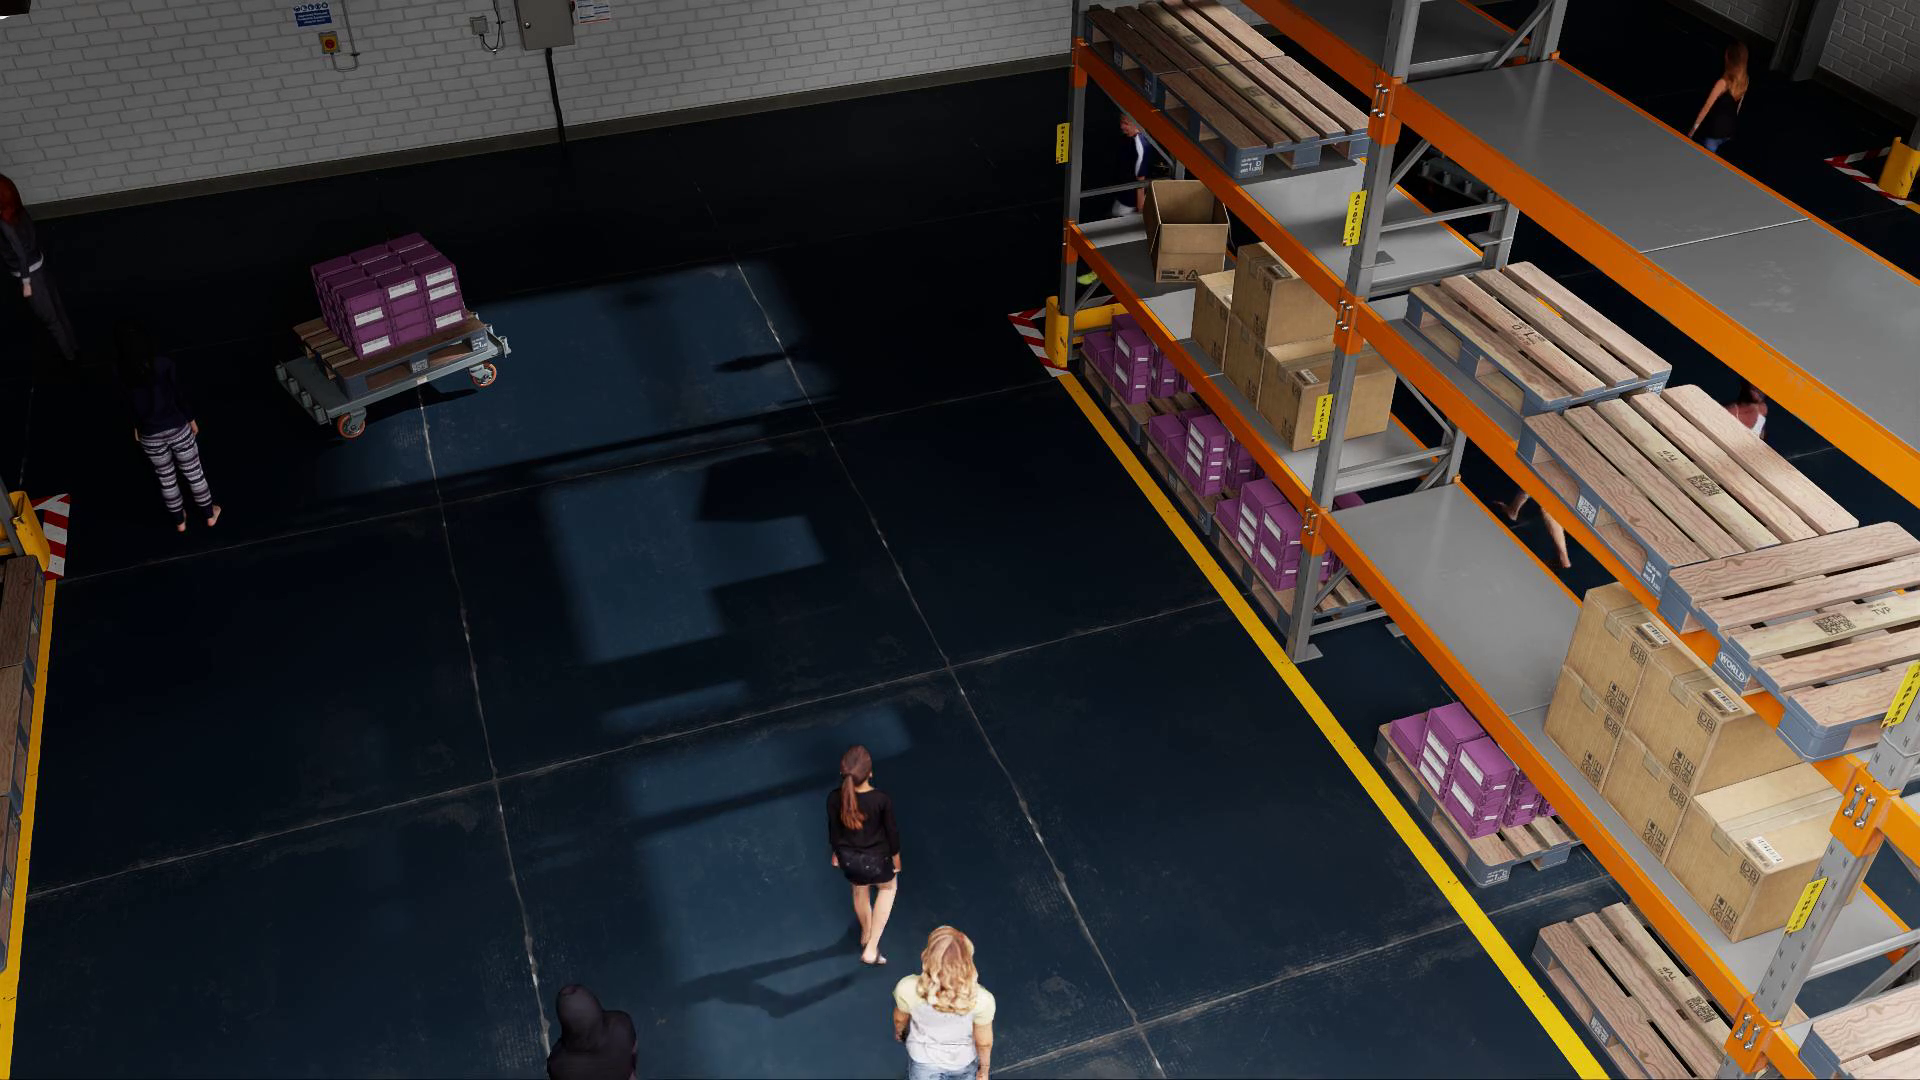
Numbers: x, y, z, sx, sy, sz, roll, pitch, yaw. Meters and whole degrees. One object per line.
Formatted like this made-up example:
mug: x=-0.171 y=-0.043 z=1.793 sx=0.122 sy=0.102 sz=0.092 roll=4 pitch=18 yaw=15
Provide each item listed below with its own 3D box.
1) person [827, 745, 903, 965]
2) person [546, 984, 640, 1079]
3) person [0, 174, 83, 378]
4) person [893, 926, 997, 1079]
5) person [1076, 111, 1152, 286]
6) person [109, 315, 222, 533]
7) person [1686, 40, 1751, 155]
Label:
person: x=-0.512 y=1.708 z=8.817 sx=0.735 sy=1.550 sz=0.850 roll=6 pitch=39 yaw=8
person: x=-1.590 y=2.628 z=7.618 sx=0.759 sy=1.609 sz=1.057 roll=-22 pitch=44 yaw=-25
person: x=-7.515 y=-2.150 z=13.465 sx=0.656 sy=1.779 sz=0.436 roll=-10 pitch=40 yaw=-13
person: x=-0.078 y=2.492 z=7.728 sx=0.887 sy=1.684 sz=1.148 roll=0 pitch=39 yaw=0
person: x=1.573 y=-2.992 z=14.514 sx=1.020 sy=1.784 sz=1.227 roll=2 pitch=39 yaw=3
person: x=-5.675 y=-0.818 z=11.835 sx=0.609 sy=1.731 sz=0.530 roll=-9 pitch=40 yaw=-12
person: x=7.144 y=-3.789 z=15.574 sx=0.654 sy=1.706 sz=0.688 roll=-23 pitch=44 yaw=-26
